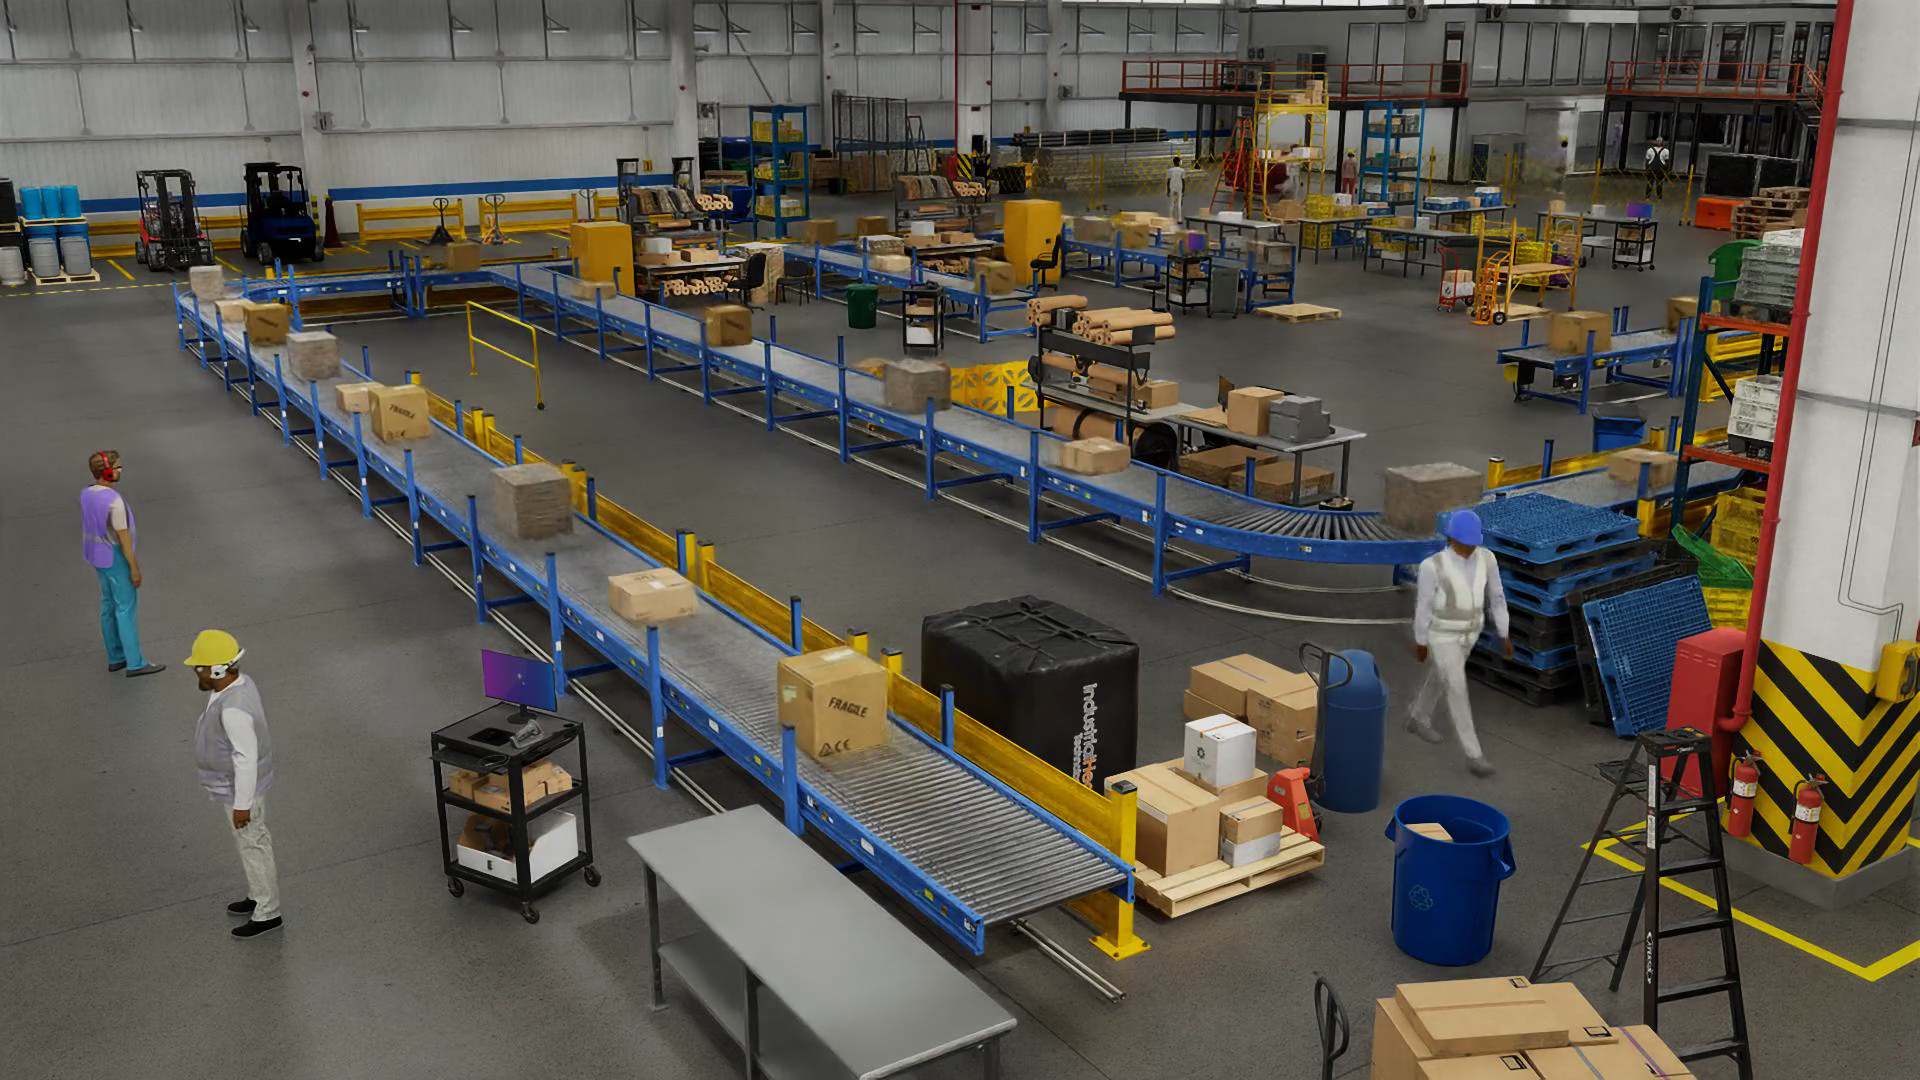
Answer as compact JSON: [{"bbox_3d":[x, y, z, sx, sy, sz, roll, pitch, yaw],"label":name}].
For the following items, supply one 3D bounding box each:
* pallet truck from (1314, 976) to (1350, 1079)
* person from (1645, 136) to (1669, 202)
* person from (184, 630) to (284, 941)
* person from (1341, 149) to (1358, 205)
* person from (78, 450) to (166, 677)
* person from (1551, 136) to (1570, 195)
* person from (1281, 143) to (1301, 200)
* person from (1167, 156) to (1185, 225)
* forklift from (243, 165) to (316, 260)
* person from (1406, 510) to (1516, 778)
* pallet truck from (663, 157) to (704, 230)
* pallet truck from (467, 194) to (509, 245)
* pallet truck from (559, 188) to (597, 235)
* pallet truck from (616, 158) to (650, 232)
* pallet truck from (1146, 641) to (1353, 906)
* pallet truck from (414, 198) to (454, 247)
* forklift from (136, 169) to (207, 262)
[{"bbox_3d":[2.299,2.390,7.086,1.601,1.201,0.680,-2,17,-7],"label":"pallet truck"},{"bbox_3d":[22.156,-11.796,52.898,0.688,2.000,0.536,8,19,25],"label":"person"},{"bbox_3d":[-4.102,1.374,9.429,0.404,1.829,0.600,-7,18,-23],"label":"person"},{"bbox_3d":[11.956,-11.099,51.066,0.518,1.756,0.344,10,19,29],"label":"person"},{"bbox_3d":[-6.785,0.194,13.330,0.563,1.848,0.390,12,20,35],"label":"person"},{"bbox_3d":[20.016,-12.442,55.261,0.411,1.913,0.620,16,23,42],"label":"person"},{"bbox_3d":[10.458,-11.529,52.302,0.591,1.869,0.623,-9,19,-28],"label":"person"},{"bbox_3d":[6.015,-9.718,46.274,0.512,1.873,0.328,4,17,14],"label":"person"},{"bbox_3d":[-15.898,-7.669,38.708,1.157,1.987,2.680,-11,20,-33],"label":"forklift"},{"bbox_3d":[3.497,0.675,11.692,0.617,1.878,1.048,-8,19,-25],"label":"person"},{"bbox_3d":[-7.586,-9.308,44.692,0.823,1.965,1.885,-11,20,-33],"label":"pallet truck"},{"bbox_3d":[-11.983,-8.177,42.137,0.704,1.261,1.522,-11,20,-33],"label":"pallet truck"},{"bbox_3d":[-10.010,-8.652,43.699,0.653,1.274,1.630,-10,20,-31],"label":"pallet truck"},{"bbox_3d":[-8.918,-9.176,44.255,0.823,1.965,1.885,-9,19,-27],"label":"pallet truck"},{"bbox_3d":[1.664,1.407,10.232,1.630,1.274,0.653,-10,20,-31],"label":"pallet truck"},{"bbox_3d":[-13.250,-8.060,41.856,0.680,1.201,1.601,-10,20,-31],"label":"pallet truck"},{"bbox_3d":[-17.842,-7.318,37.559,1.157,1.987,2.680,-10,20,-31],"label":"forklift"}]
